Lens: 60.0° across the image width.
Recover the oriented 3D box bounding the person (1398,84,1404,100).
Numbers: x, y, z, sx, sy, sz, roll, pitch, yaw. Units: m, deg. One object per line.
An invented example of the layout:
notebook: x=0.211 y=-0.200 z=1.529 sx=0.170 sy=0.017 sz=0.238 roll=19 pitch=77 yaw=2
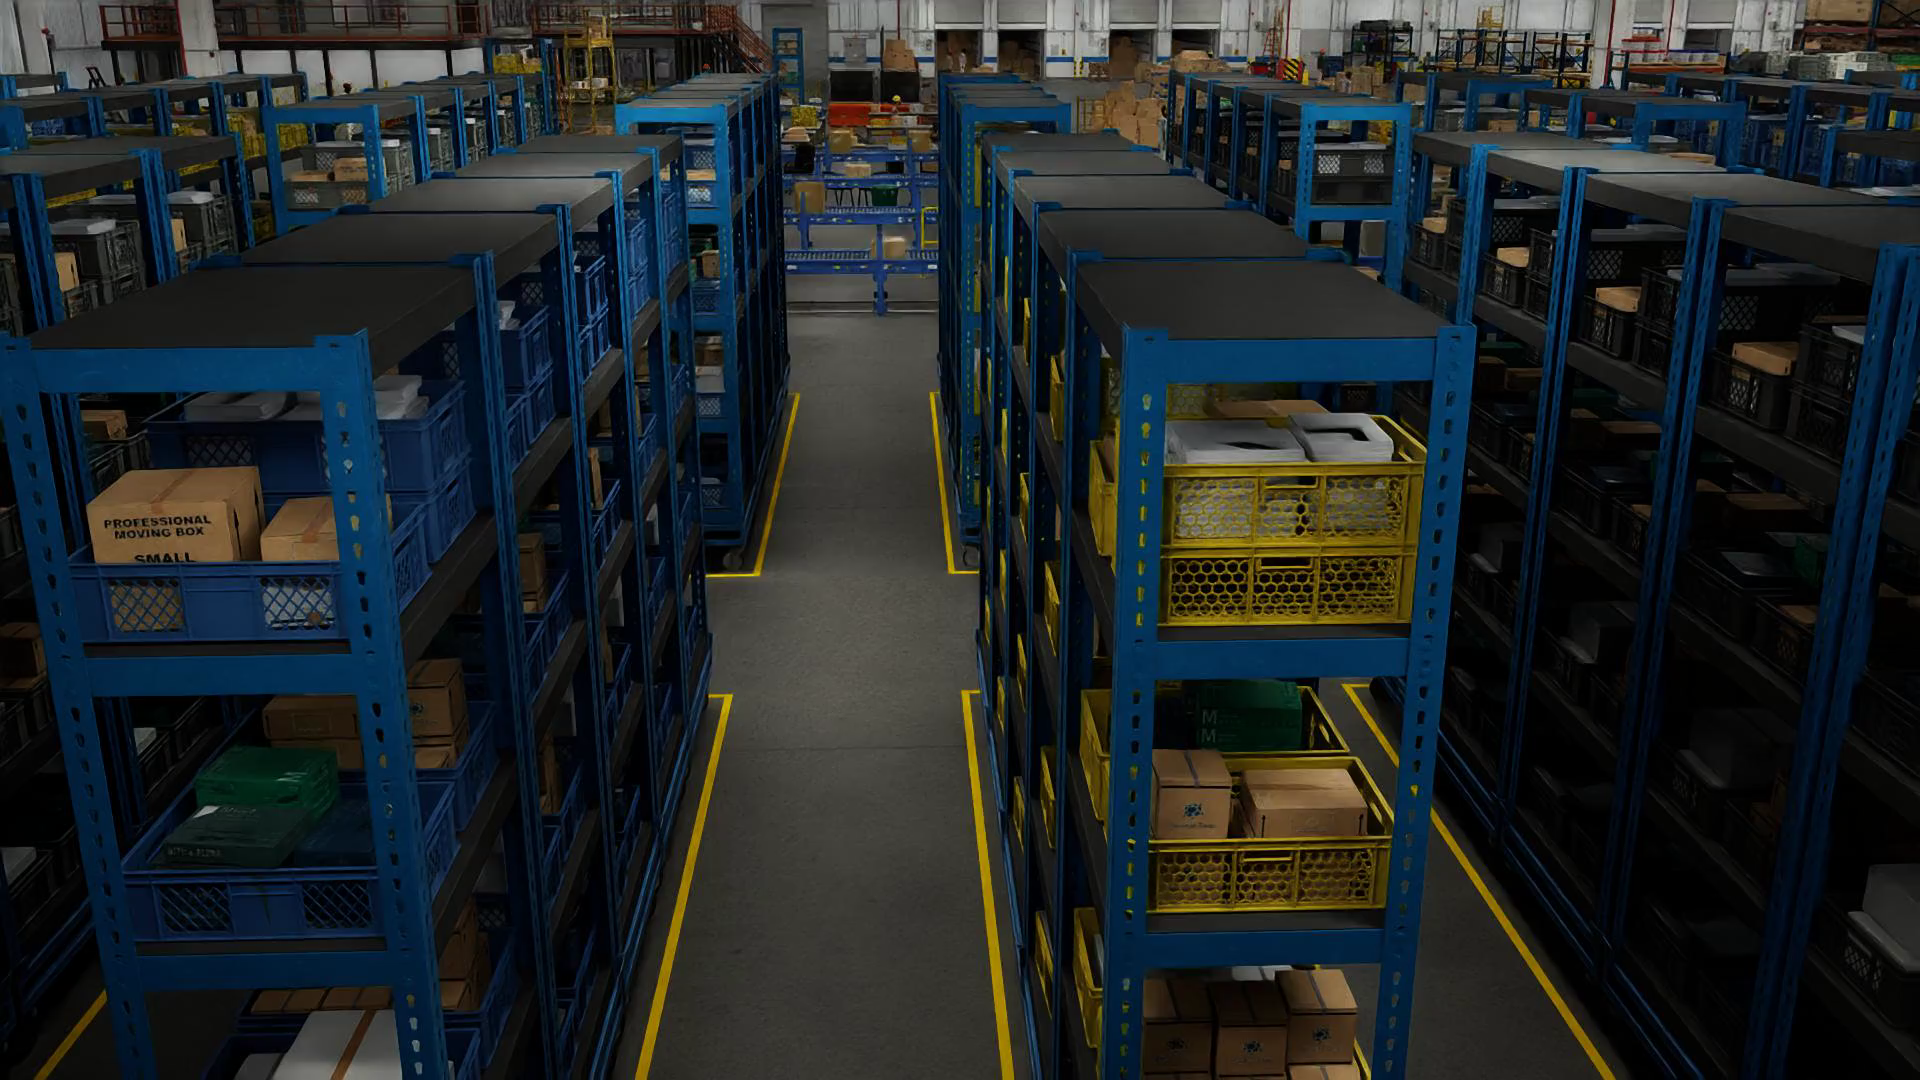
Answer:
person: x=17.222 y=-17.457 z=65.179 sx=0.317 sy=1.695 sz=0.540 roll=-1 pitch=18 yaw=-2

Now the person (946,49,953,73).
person: x=-0.535 y=-24.613 z=86.848 sx=0.396 sy=1.992 sz=0.622 roll=-1 pitch=18 yaw=-2

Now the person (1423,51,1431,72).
person: x=24.706 y=-24.903 z=88.026 sx=0.405 sy=1.837 sz=0.516 roll=0 pitch=18 yaw=0

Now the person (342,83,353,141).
person: x=-19.310 y=-13.472 z=52.548 sx=0.337 sy=1.882 sz=0.584 roll=-1 pitch=18 yaw=-2

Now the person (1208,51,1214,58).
person: x=12.875 y=-24.266 z=85.919 sx=0.398 sy=1.914 sz=0.637 roll=-3 pitch=18 yaw=-9

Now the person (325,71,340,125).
person: x=-22.912 y=-16.135 z=60.709 sx=0.378 sy=1.932 sz=0.551 roll=-1 pitch=18 yaw=-2

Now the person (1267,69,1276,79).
person: x=11.125 y=-15.873 z=59.727 sx=0.538 sy=2.000 sz=0.701 roll=-3 pitch=18 yaw=-8

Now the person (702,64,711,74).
person: x=-9.828 y=-17.461 z=64.639 sx=0.390 sy=2.040 sz=0.614 roll=-1 pitch=18 yaw=-2

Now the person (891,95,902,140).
person: x=-1.818 y=-11.844 z=47.702 sx=0.331 sy=1.765 sz=0.533 roll=-1 pitch=18 yaw=-2

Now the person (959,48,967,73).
person: x=0.180 y=-26.901 z=94.209 sx=0.435 sy=1.833 sz=0.634 roll=0 pitch=18 yaw=1

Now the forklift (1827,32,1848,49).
forklift: x=46.023 y=-25.321 z=87.619 sx=1.129 sy=2.768 sz=1.873 roll=-1 pitch=18 yaw=-2

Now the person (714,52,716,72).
person: x=-13.485 y=-25.858 z=91.175 sx=0.317 sy=1.695 sz=0.540 roll=-1 pitch=18 yaw=-2

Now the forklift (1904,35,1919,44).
forklift: x=49.887 y=-25.247 z=87.390 sx=1.129 sy=2.768 sz=1.873 roll=-10 pitch=20 yaw=-28

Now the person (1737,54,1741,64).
person: x=37.340 y=-22.327 z=79.863 sx=0.352 sy=1.937 sz=0.635 roll=-1 pitch=18 yaw=-2

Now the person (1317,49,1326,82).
person: x=18.887 y=-24.647 z=86.956 sx=0.402 sy=1.990 sz=0.622 roll=-1 pitch=18 yaw=-2

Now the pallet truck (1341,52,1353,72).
pallet truck: x=18.794 y=-23.123 z=82.231 sx=0.823 sy=1.965 sz=1.885 roll=-13 pitch=22 yaw=-35

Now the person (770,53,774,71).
person: x=-9.932 y=-24.954 z=88.300 sx=0.394 sy=1.754 sz=0.549 roll=2 pitch=18 yaw=6

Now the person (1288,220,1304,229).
person: x=3.834 y=-2.768 z=19.392 sx=0.403 sy=1.904 sz=0.651 roll=-1 pitch=18 yaw=-2

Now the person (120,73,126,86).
person: x=-29.682 y=-15.598 z=59.058 sx=0.381 sy=1.924 sz=0.594 roll=-1 pitch=18 yaw=-2

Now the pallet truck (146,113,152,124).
pallet truck: x=-18.087 y=-8.309 z=36.390 sx=1.885 sy=1.965 sz=0.823 roll=-1 pitch=18 yaw=-4

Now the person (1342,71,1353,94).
person: x=13.992 y=-15.975 z=60.208 sx=0.356 sy=1.936 sz=0.635 roll=-1 pitch=18 yaw=-2

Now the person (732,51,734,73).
person: x=-12.705 y=-26.734 z=93.506 sx=0.378 sy=1.932 sz=0.551 roll=-1 pitch=18 yaw=-2

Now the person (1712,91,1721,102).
person: x=22.913 y=-12.776 z=50.313 sx=0.378 sy=1.932 sz=0.551 roll=-1 pitch=18 yaw=-2

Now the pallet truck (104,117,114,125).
pallet truck: x=-18.367 y=-7.885 z=35.078 sx=1.885 sy=1.965 sz=0.823 roll=1 pitch=18 yaw=2

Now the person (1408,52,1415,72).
person: x=23.257 y=-24.186 z=85.736 sx=0.310 sy=1.863 sz=0.533 roll=-1 pitch=18 yaw=-2

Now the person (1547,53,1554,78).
person: x=31.275 y=-24.884 z=88.089 sx=0.319 sy=1.742 sz=0.492 roll=-1 pitch=18 yaw=-2

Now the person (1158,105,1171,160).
person: x=5.100 y=-9.924 z=41.600 sx=0.310 sy=1.864 sz=0.533 roll=-1 pitch=18 yaw=-2
